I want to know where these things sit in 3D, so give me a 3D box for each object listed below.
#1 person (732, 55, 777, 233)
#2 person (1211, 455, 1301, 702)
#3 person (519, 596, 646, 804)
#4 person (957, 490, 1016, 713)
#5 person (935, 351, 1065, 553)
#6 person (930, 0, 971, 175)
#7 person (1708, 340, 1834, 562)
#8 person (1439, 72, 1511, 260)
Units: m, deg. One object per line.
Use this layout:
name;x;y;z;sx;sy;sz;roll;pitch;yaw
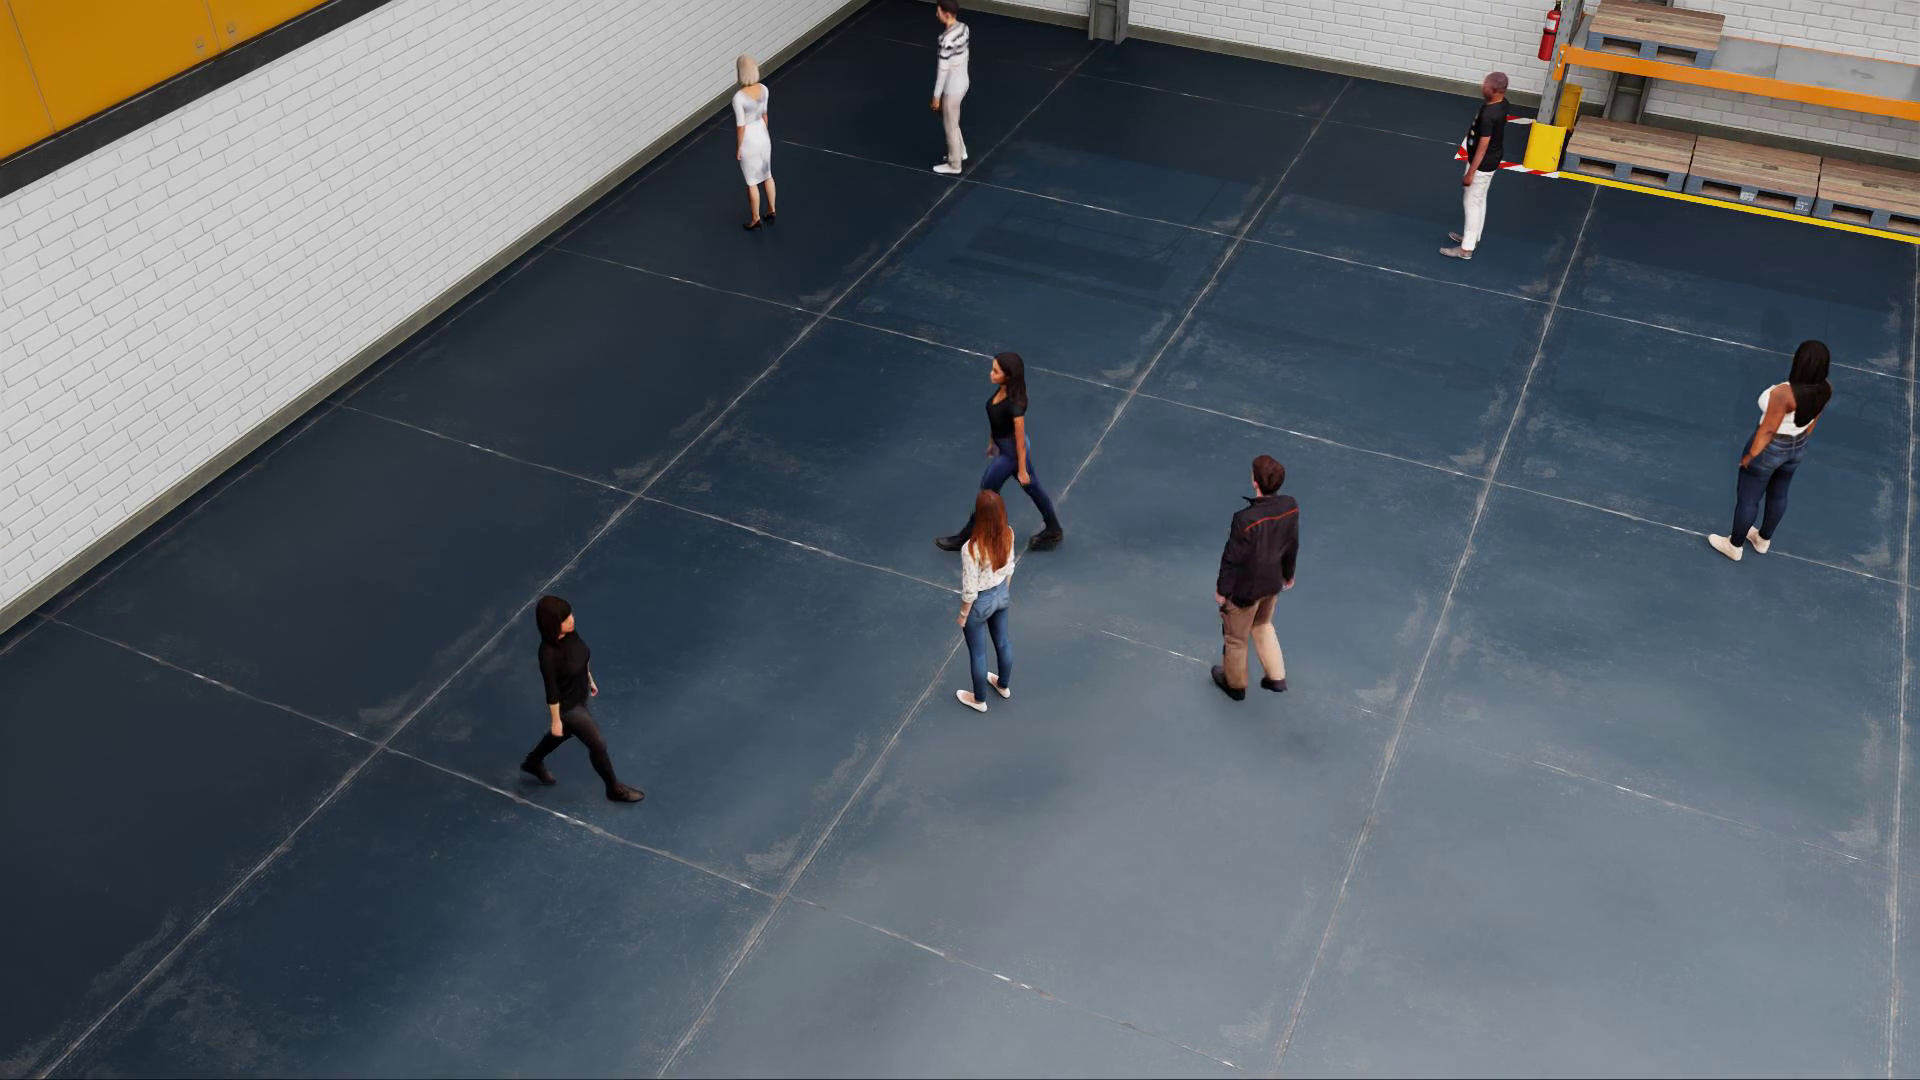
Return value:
person;-1.969;-3.794;15.903;0.586;1.751;0.616;28;47;31
person;1.921;0.332;10.605;0.903;1.914;0.967;-22;43;-25
person;-2.430;0.962;10.059;1.116;1.611;0.794;5;39;6
person;0.173;0.386;10.687;0.651;1.729;0.637;-28;46;-30
person;0.448;-0.593;11.950;1.251;1.682;1.030;-5;39;-6
person;-0.004;-4.570;16.793;0.631;1.852;0.733;13;40;16
person;5.857;-0.637;11.902;0.741;1.810;0.806;-11;40;-14
person;4.862;-3.493;15.482;0.614;1.805;0.664;20;43;23
